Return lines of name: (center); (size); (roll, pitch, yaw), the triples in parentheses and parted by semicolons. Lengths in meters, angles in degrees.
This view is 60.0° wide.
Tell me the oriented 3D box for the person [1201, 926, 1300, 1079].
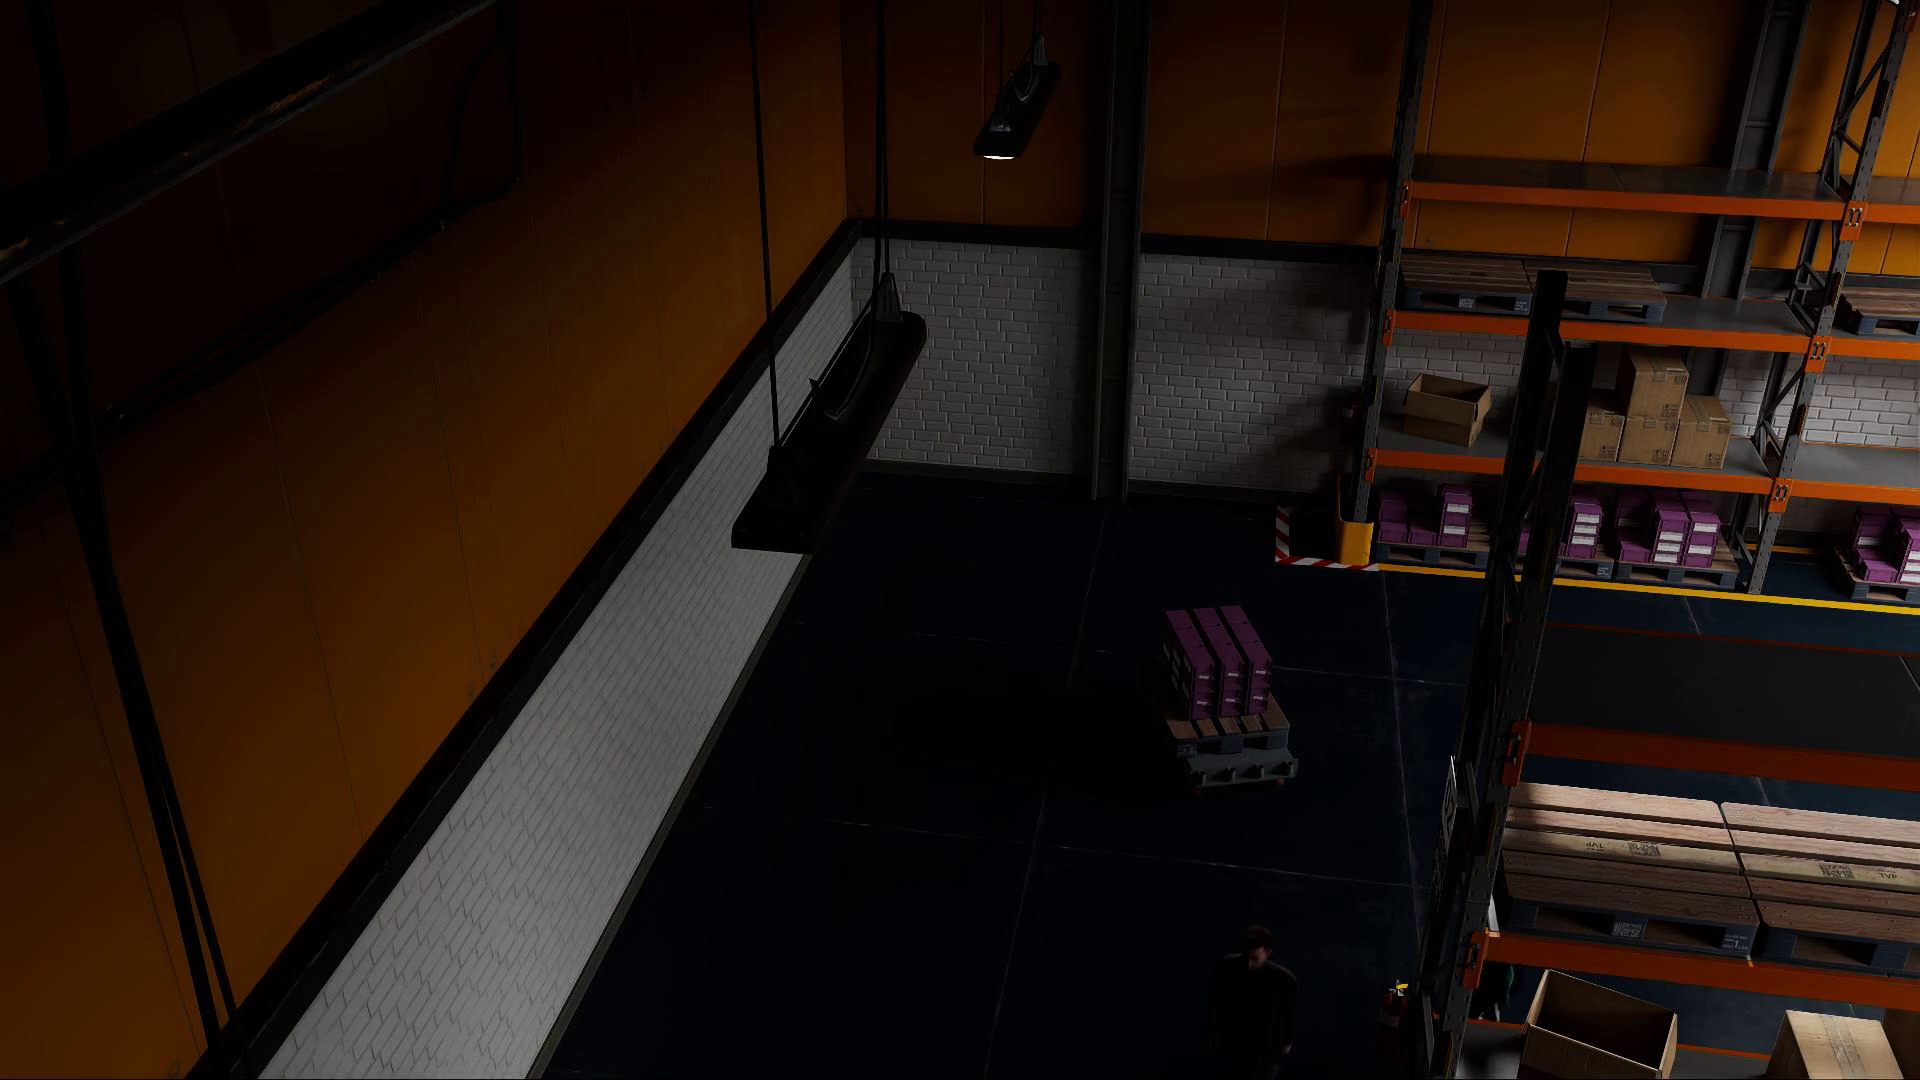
person: (1.831, 3.096, 10.386); (1.250, 1.862, 1.051); (16, 33, 27)
